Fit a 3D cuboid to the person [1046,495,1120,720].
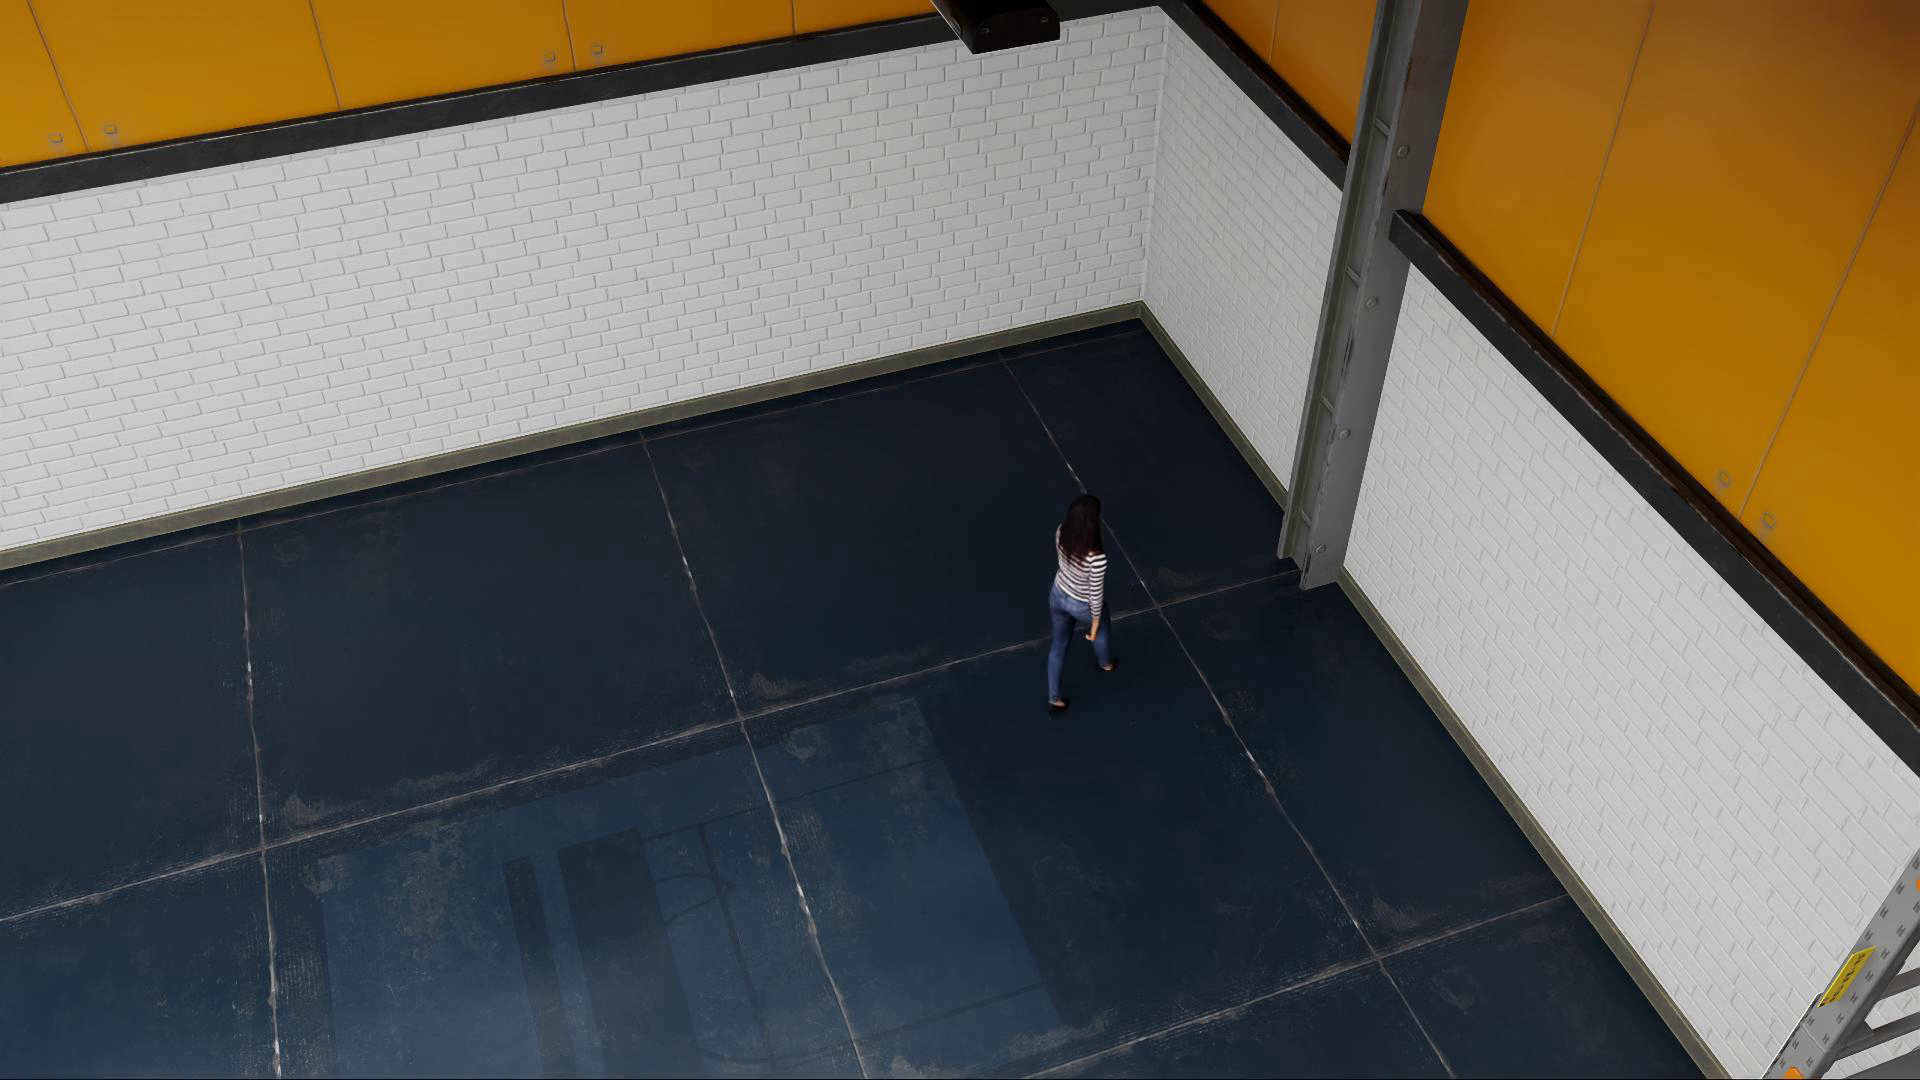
[{"bbox_3d":[0.659,0.464,10.349,0.960,1.773,0.910,32,52,29],"label":"person"}]
